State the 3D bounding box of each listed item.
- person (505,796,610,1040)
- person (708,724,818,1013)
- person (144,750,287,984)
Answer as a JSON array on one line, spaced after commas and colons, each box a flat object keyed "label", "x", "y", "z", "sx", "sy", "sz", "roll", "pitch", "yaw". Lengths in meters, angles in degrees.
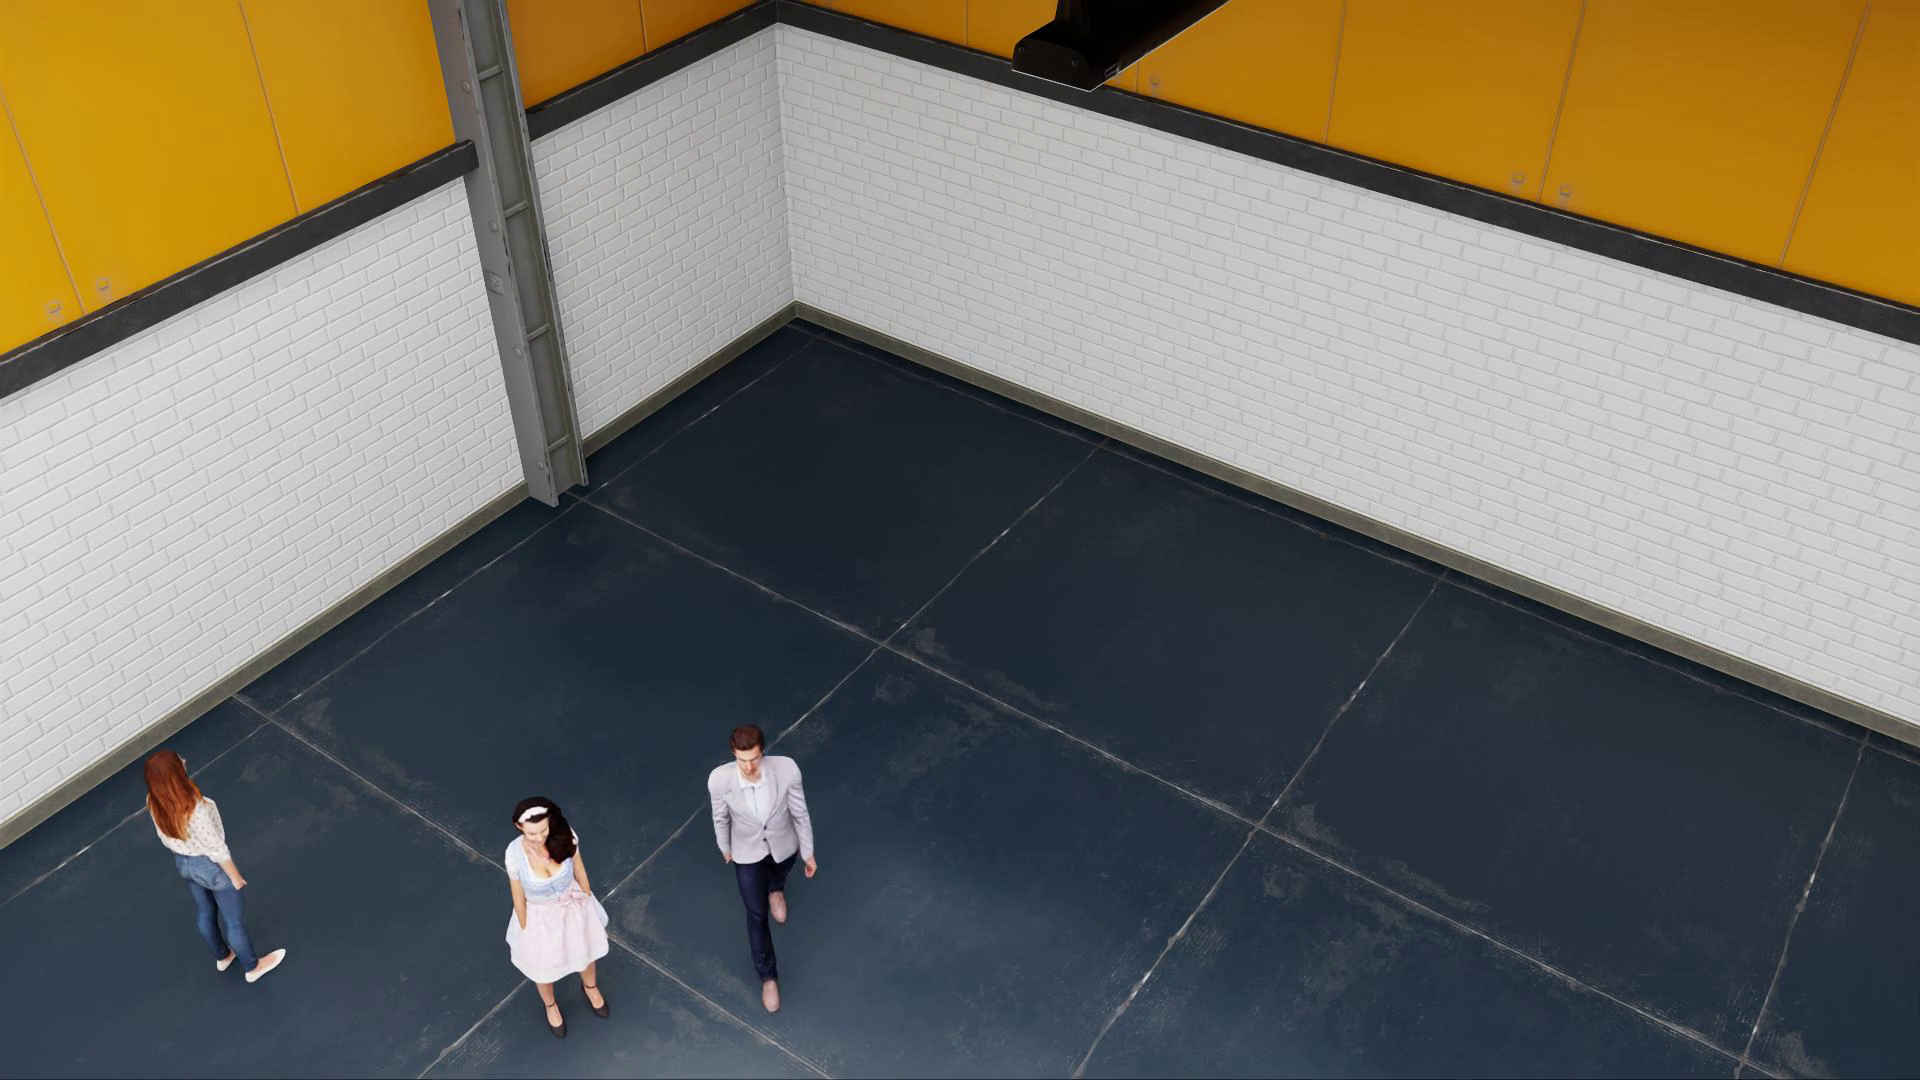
[{"label": "person", "x": -2.170, "y": 2.011, "z": 8.909, "sx": 0.812, "sy": 1.812, "sz": 0.900, "roll": -20, "pitch": 43, "yaw": -23}, {"label": "person", "x": -1.096, "y": 1.649, "z": 9.368, "sx": 1.207, "sy": 1.805, "sz": 1.225, "roll": -8, "pitch": 39, "yaw": -10}, {"label": "person", "x": -4.197, "y": 1.802, "z": 9.237, "sx": 0.605, "sy": 1.728, "sz": 0.546, "roll": 16, "pitch": 41, "yaw": 19}]
